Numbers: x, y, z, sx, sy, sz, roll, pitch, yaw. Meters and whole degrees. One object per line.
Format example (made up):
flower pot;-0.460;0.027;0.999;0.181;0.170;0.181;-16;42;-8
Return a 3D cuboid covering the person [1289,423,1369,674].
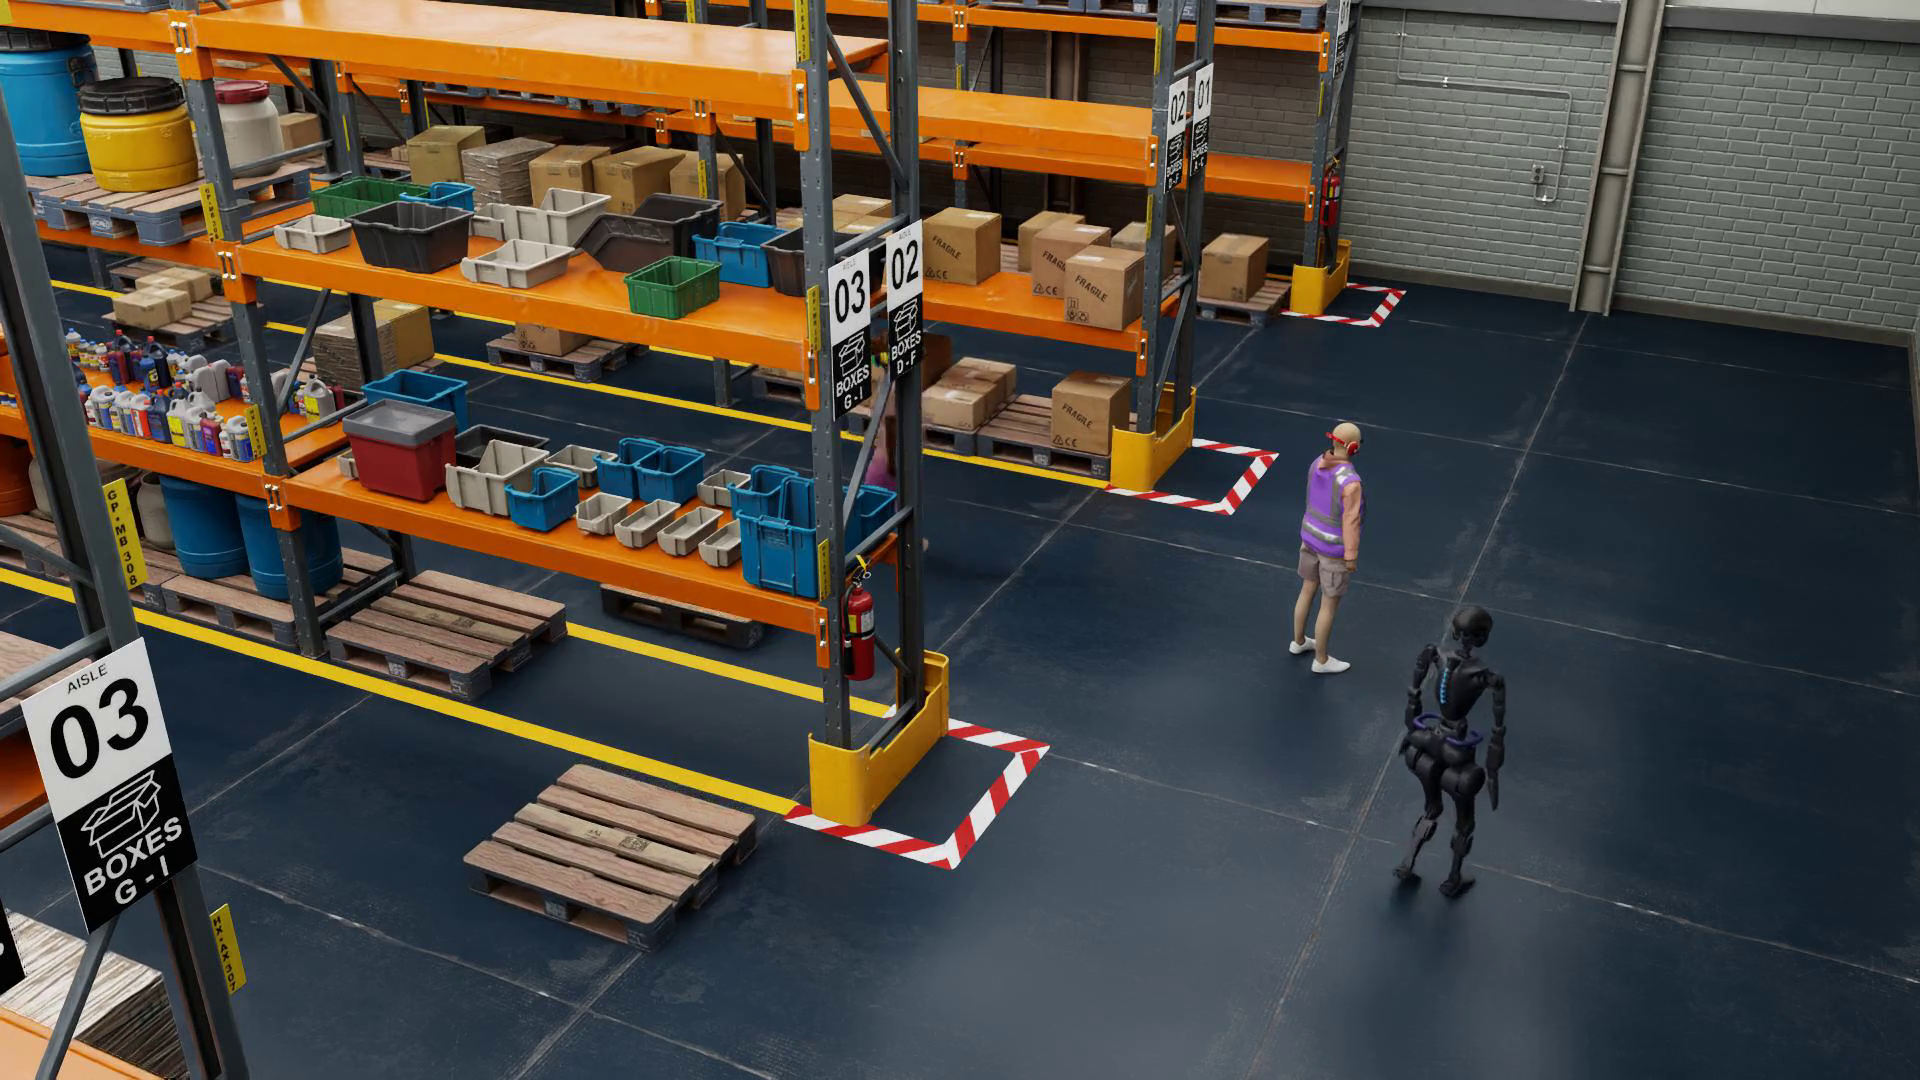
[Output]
person;2.356;0.046;10.613;0.351;1.688;0.489;-11;28;-21

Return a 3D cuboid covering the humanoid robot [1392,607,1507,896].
humanoid robot;2.500;1.094;8.519;0.392;1.664;0.616;-20;33;-35

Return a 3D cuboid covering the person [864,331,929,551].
person;-0.490;-0.640;11.887;0.410;1.788;0.492;6;27;12
